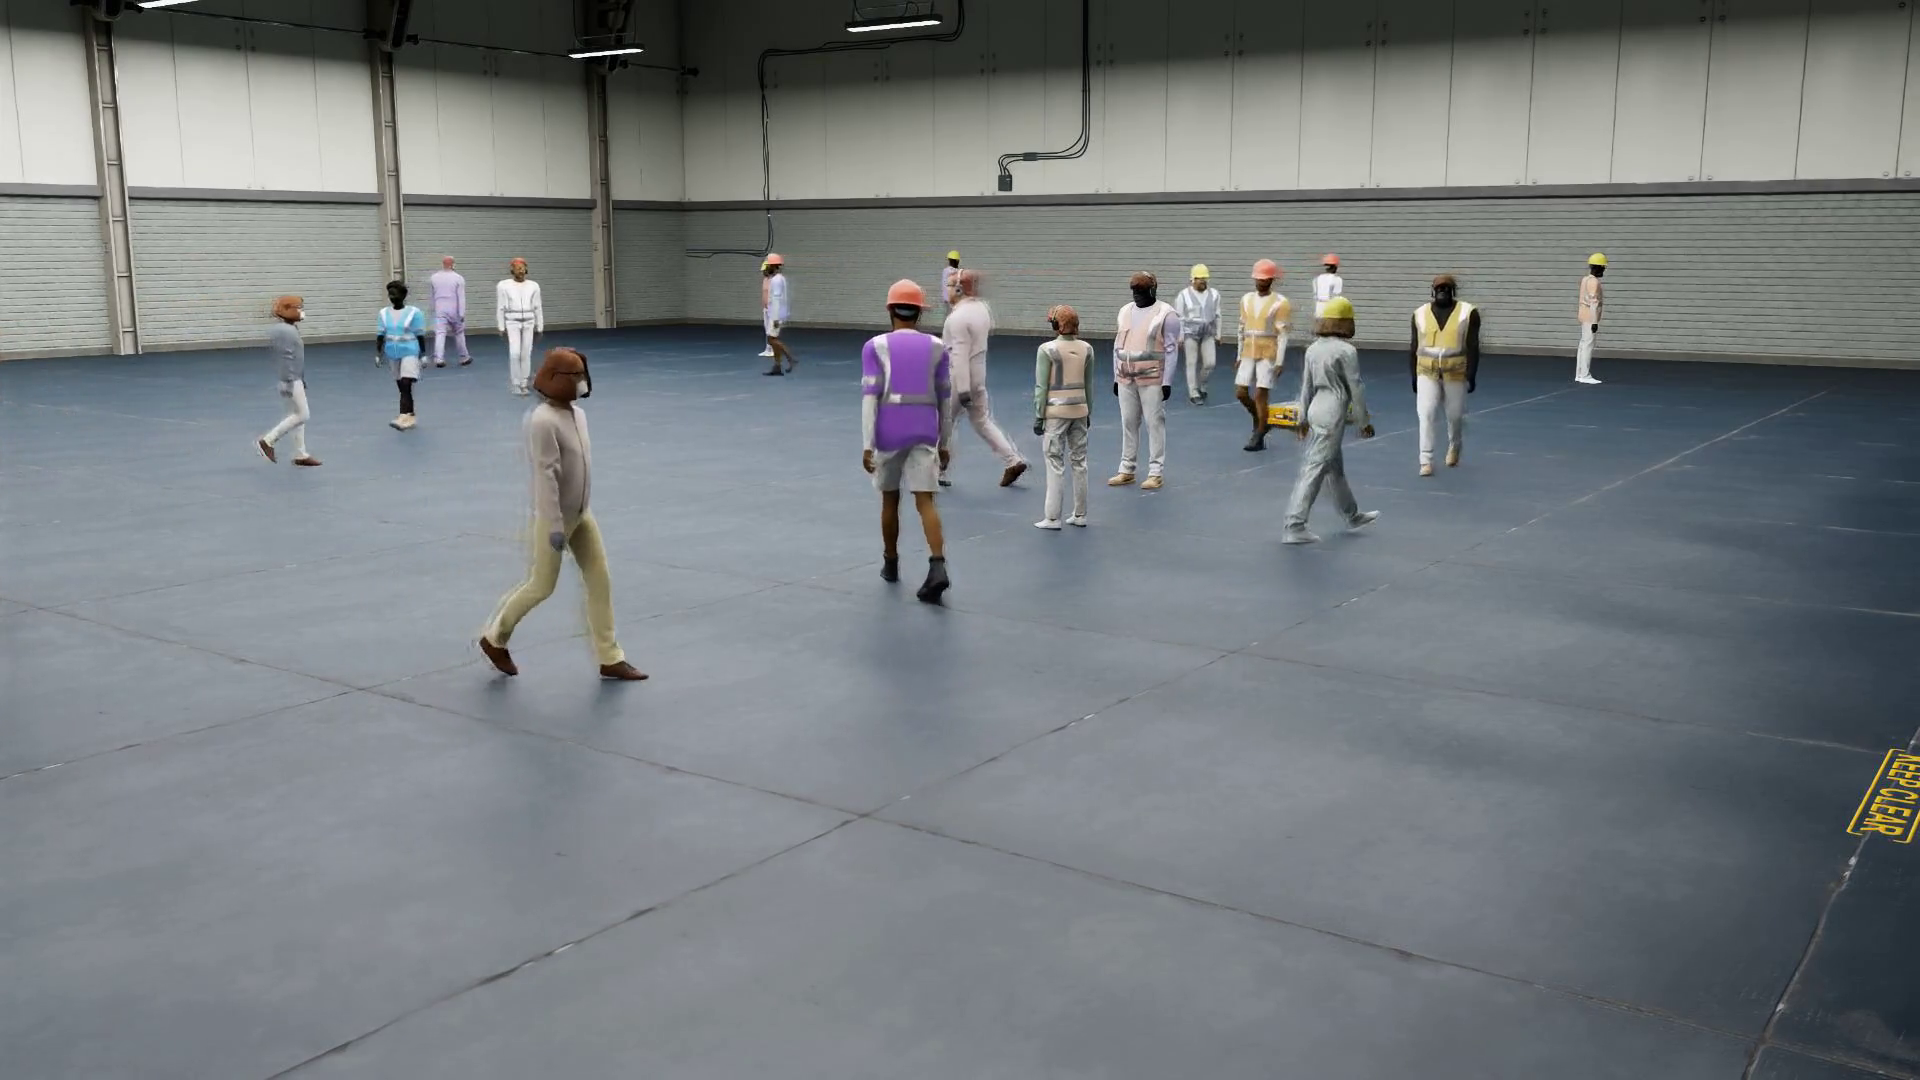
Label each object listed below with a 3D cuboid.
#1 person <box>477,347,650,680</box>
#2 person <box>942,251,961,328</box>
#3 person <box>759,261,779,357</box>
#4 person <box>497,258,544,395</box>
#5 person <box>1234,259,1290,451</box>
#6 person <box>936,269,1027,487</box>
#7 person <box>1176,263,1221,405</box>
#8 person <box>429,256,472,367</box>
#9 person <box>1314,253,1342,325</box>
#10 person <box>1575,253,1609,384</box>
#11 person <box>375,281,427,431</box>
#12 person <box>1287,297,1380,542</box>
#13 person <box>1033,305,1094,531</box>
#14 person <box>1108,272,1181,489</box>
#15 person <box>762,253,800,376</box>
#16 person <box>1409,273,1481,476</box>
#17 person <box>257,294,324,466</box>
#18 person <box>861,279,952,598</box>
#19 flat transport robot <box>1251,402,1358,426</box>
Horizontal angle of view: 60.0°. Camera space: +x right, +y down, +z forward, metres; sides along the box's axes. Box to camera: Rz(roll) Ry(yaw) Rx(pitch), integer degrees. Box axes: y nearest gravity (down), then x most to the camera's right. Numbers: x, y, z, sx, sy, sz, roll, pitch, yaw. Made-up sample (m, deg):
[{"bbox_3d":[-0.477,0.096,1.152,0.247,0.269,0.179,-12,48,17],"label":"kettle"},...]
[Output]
[{"bbox_3d":[-1.921,-0.118,7.884,0.806,1.605,0.502,3,10,14],"label":"person"},{"bbox_3d":[-0.153,-4.887,33.686,0.386,1.922,0.594,-4,11,-23],"label":"person"},{"bbox_3d":[-3.499,-4.252,30.585,0.322,1.764,0.531,-6,12,-31],"label":"person"},{"bbox_3d":[-5.969,-2.894,22.675,0.604,1.867,0.495,-6,12,-29],"label":"person"},{"bbox_3d":[3.009,-1.844,16.638,0.573,1.921,0.431,9,14,42],"label":"person"},{"bbox_3d":[0.092,-1.369,14.144,0.920,1.870,0.640,4,11,23],"label":"person"},{"bbox_3d":[3.076,-2.633,21.365,0.622,1.815,0.429,-2,10,-12],"label":"person"},{"bbox_3d":[-8.616,-3.847,28.063,0.650,1.858,0.991,1,10,6],"label":"person"},{"bbox_3d":[5.844,-3.608,26.529,0.542,1.920,0.551,-8,13,-38],"label":"person"},{"bbox_3d":[9.399,-3.287,24.721,0.380,1.923,0.595,2,10,9],"label":"person"},{"bbox_3d":[-6.227,-2.024,18.390,0.550,1.657,0.842,2,10,12],"label":"person"},{"bbox_3d":[2.660,-0.836,11.648,0.905,1.695,0.494,-4,11,-22],"label":"person"},{"bbox_3d":[0.762,-0.887,12.104,0.513,1.635,0.311,-7,12,-36],"label":"person"},{"bbox_3d":[1.549,-1.354,14.149,0.623,1.839,0.429,9,13,40],"label":"person"},{"bbox_3d":[-2.834,-3.513,26.004,0.499,1.918,0.560,0,10,-2],"label":"person"},{"bbox_3d":[4.391,-1.511,15.100,0.625,1.818,0.856,4,11,22],"label":"person"},{"bbox_3d":[-6.232,-1.466,15.399,0.469,1.615,0.500,-4,11,-19],"label":"person"},{"bbox_3d":[-0.296,-0.608,9.888,0.568,1.881,0.981,-2,10,-13],"label":"person"},{"bbox_3d":[4.039,-1.473,19.199,0.652,0.197,1.431,10,14,43],"label":"flat transport robot"}]
